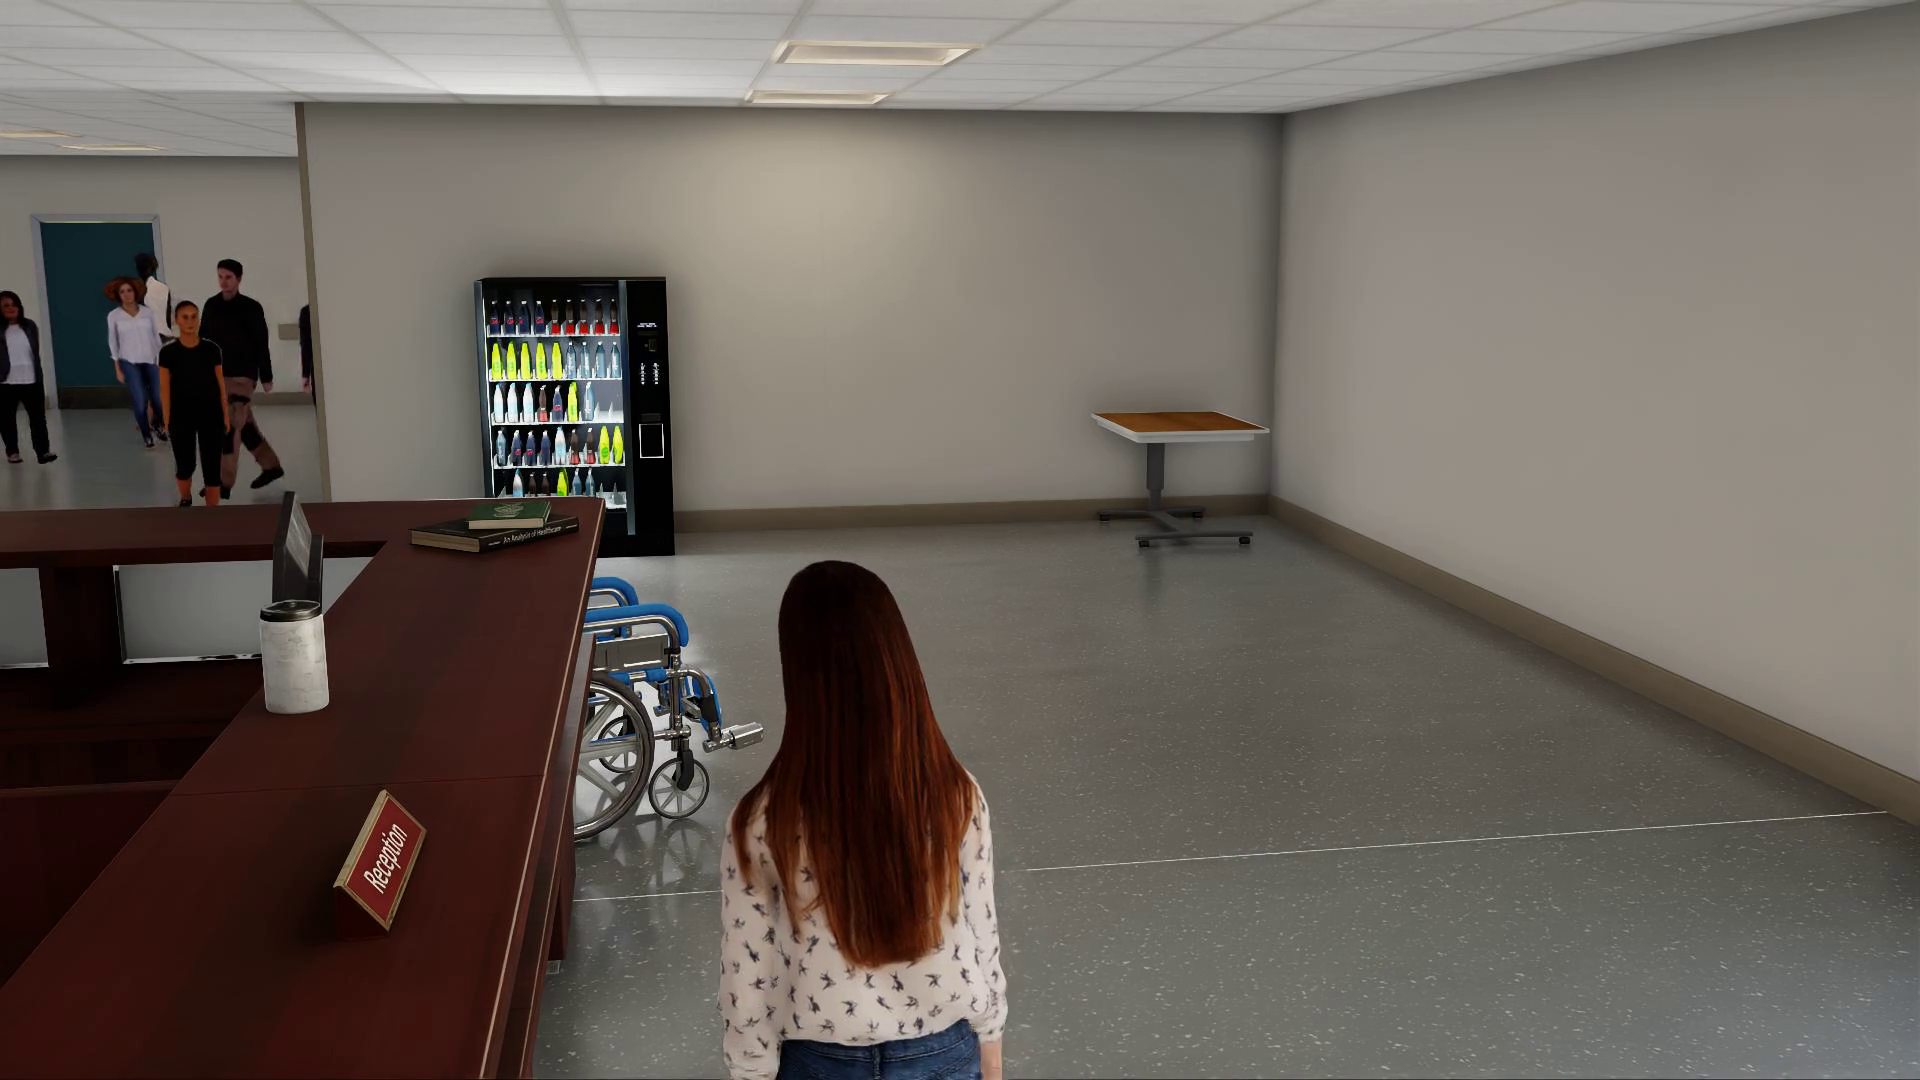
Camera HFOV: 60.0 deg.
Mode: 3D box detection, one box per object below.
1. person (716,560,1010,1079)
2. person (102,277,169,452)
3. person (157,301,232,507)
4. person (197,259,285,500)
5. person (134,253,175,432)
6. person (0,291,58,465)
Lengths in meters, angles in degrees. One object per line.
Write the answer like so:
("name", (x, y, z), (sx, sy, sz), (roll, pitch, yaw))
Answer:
("person", (-0.112, 0.896, 2.411), (0.751, 1.712, 0.671), (-1, 11, -7))
("person", (-8.081, -1.737, 16.344), (0.772, 1.690, 0.849), (-8, 13, -37))
("person", (-5.461, -0.868, 11.866), (0.770, 1.654, 0.800), (-7, 13, -34))
("person", (-5.783, -1.276, 13.419), (1.298, 1.876, 1.154), (3, 11, 18))
("person", (-8.669, -2.128, 17.865), (0.765, 1.893, 0.768), (4, 11, 19))
("person", (-8.681, -1.469, 15.249), (0.996, 1.573, 0.959), (10, 14, 41))
